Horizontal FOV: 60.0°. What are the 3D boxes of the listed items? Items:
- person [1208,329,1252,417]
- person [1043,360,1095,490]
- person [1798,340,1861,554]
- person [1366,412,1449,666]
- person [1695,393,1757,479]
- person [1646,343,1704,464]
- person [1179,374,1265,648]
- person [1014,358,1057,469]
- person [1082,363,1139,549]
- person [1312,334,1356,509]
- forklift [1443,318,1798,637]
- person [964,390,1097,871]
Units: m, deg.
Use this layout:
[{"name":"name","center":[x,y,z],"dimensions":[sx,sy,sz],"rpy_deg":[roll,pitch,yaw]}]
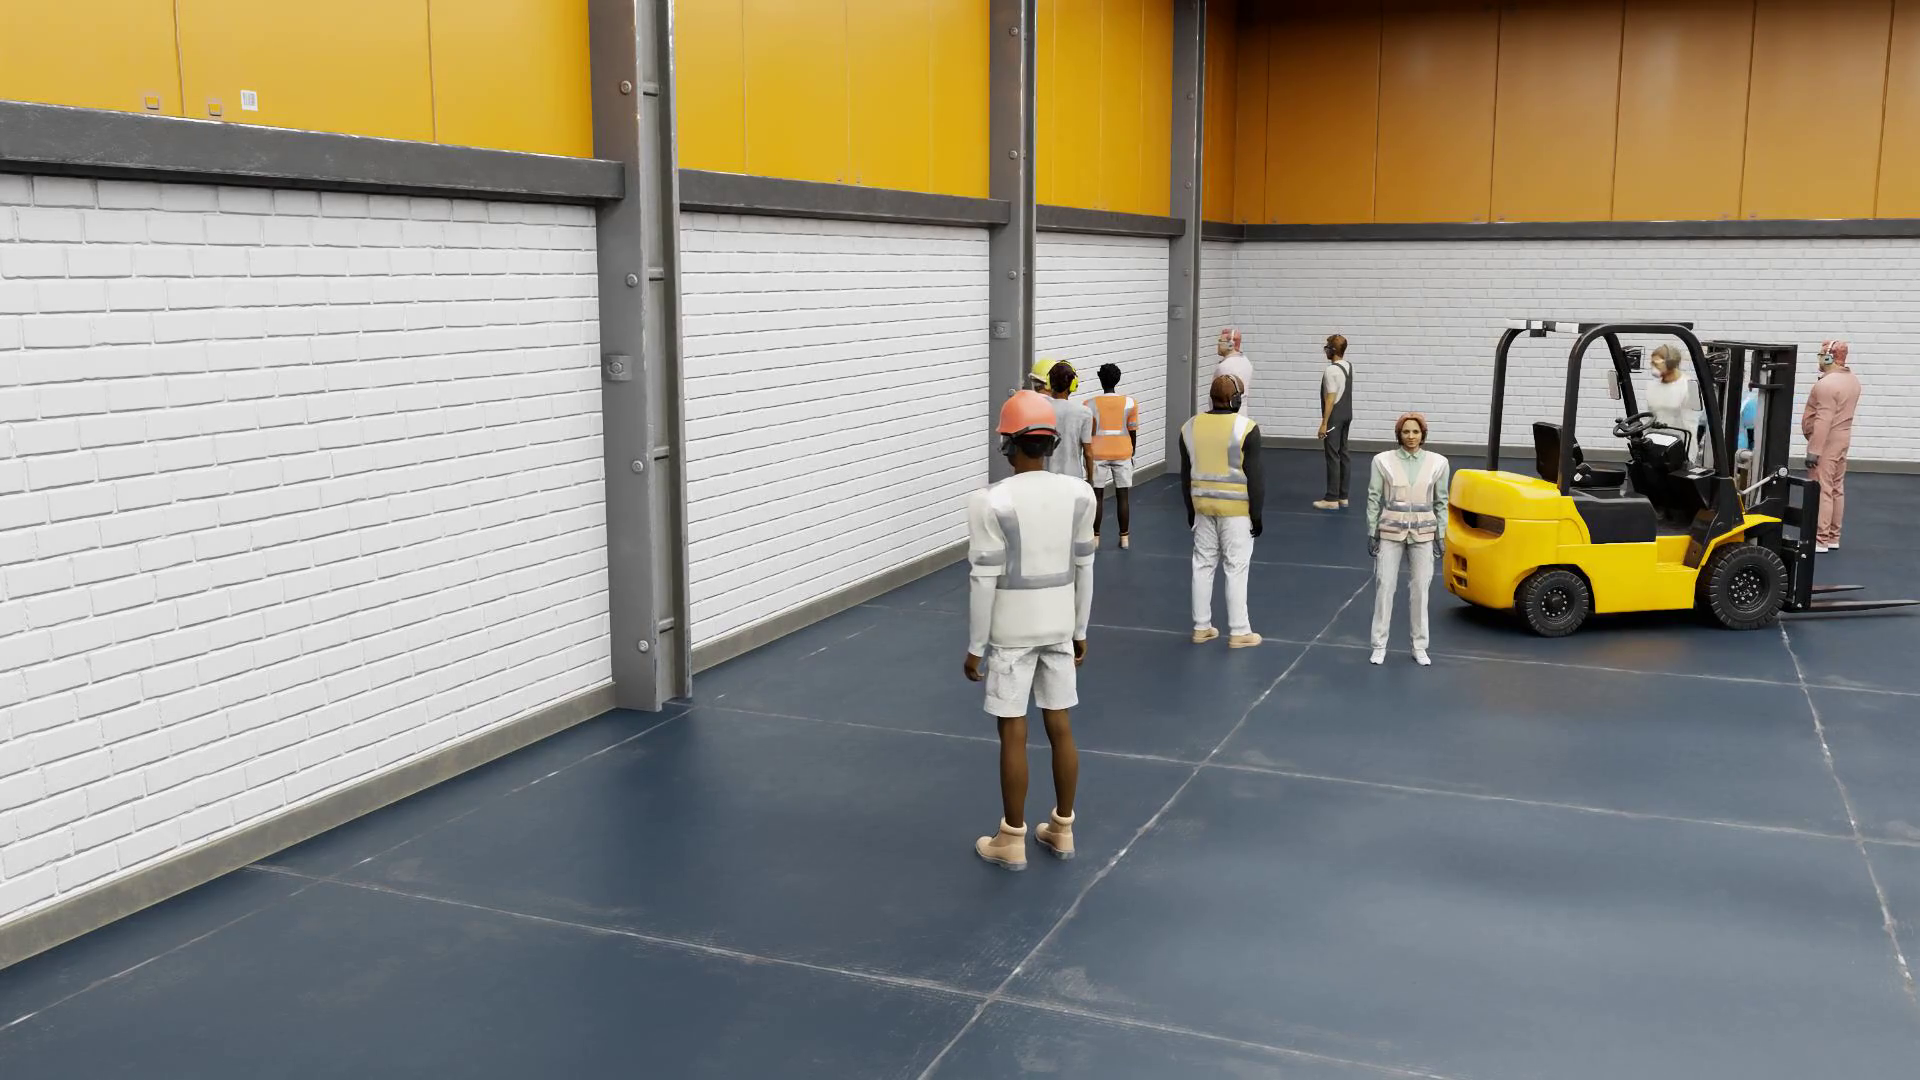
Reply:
[{"name":"person","center":[2.801,-1.252,17.419],"dimensions":[0.410,1.912,0.651],"rpy_deg":[5,11,29]},{"name":"person","center":[0.751,-0.396,12.359],"dimensions":[0.531,1.871,0.322],"rpy_deg":[2,10,10]},{"name":"person","center":[7.748,-0.833,14.897],"dimensions":[0.651,1.907,0.409],"rpy_deg":[-8,13,-42]},{"name":"person","center":[2.871,-0.008,10.701],"dimensions":[0.516,1.641,0.308],"rpy_deg":[1,9,7]},{"name":"person","center":[7.295,-0.866,15.858],"dimensions":[0.861,1.655,0.542],"rpy_deg":[-7,12,-36]},{"name":"person","center":[5.928,-0.680,13.938],"dimensions":[0.508,1.920,0.599],"rpy_deg":[-6,11,-31]},{"name":"person","center":[1.788,-0.195,11.227],"dimensions":[0.623,1.844,0.429],"rpy_deg":[8,12,39]},{"name":"person","center":[0.674,-0.543,13.371],"dimensions":[0.403,1.828,0.596],"rpy_deg":[-8,12,-41]},{"name":"person","center":[1.353,-0.752,15.064],"dimensions":[0.531,1.694,0.320],"rpy_deg":[0,9,-1]},{"name":"person","center":[3.960,-1.245,17.578],"dimensions":[0.345,1.847,0.504],"rpy_deg":[8,12,41]},{"name":"forklift","center":[4.706,-0.497,11.990],"dimensions":[2.313,2.155,1.214],"rpy_deg":[-2,10,-10]},{"name":"person","center":[0.284,0.386,7.098],"dimensions":[0.605,2.044,0.374],"rpy_deg":[-5,11,-29]}]
